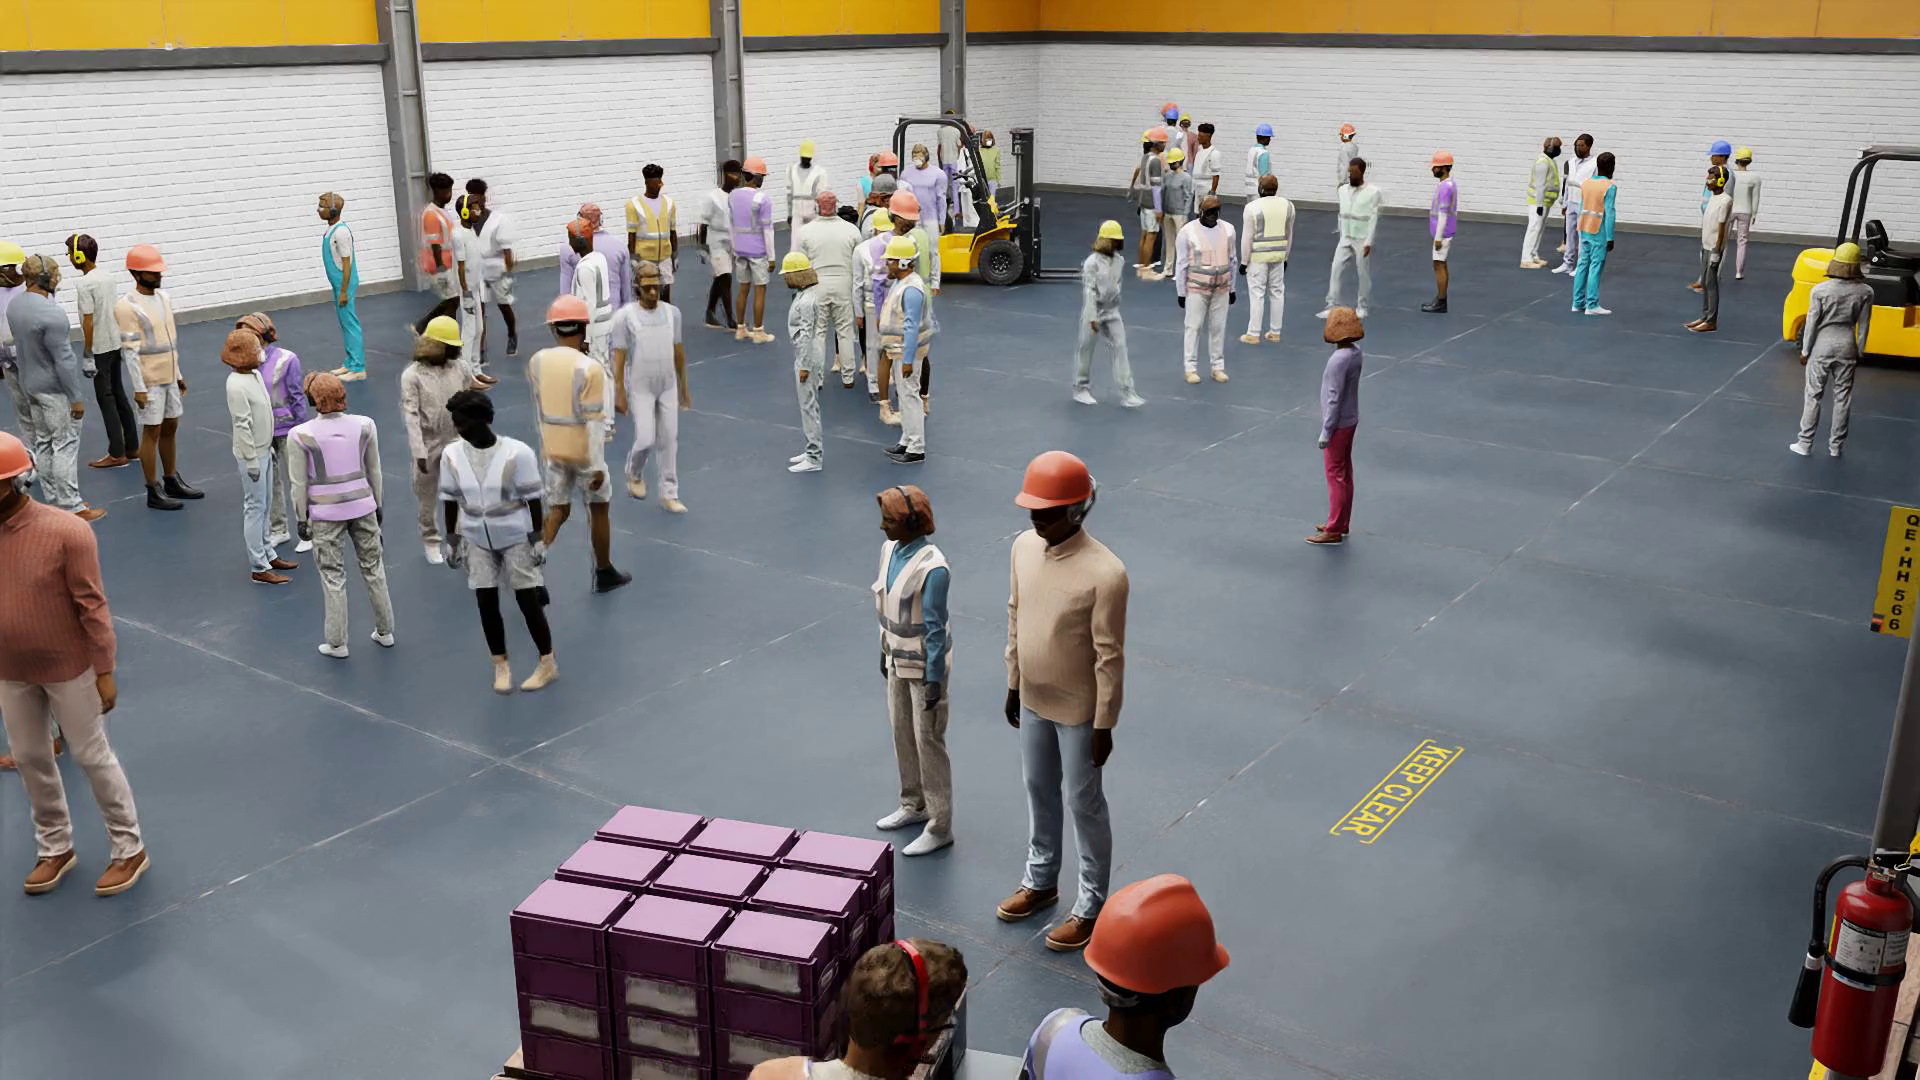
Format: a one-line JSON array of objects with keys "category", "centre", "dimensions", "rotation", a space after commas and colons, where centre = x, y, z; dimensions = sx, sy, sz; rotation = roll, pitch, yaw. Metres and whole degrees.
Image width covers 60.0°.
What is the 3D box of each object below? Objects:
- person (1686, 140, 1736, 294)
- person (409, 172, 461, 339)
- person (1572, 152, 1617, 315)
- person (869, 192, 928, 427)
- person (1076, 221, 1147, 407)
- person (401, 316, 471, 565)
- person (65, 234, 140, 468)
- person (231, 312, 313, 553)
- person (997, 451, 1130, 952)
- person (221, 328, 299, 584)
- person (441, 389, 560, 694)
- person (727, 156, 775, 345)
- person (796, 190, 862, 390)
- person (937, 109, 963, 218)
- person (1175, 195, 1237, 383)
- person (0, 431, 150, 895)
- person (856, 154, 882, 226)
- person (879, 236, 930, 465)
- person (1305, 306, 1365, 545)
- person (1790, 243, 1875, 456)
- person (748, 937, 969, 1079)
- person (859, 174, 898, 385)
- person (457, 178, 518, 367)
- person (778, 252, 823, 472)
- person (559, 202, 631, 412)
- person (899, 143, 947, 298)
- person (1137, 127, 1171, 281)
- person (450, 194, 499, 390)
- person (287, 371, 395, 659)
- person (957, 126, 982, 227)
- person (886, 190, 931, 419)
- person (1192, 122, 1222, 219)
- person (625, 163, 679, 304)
[{"category": "person", "centre": [9.711, -4.149, 21.388], "dimensions": [0.401, 1.946, 0.609], "rotation": [2, 18, 8]}, {"category": "person", "centre": [-5.495, -2.887, 17.471], "dimensions": [0.617, 1.934, 0.613], "rotation": [-1, 18, -4]}, {"category": "person", "centre": [7.622, -3.672, 19.940], "dimensions": [0.392, 1.920, 0.593], "rotation": [-5, 18, -16]}, {"category": "person", "centre": [-0.502, -2.022, 14.592], "dimensions": [0.392, 2.035, 0.605], "rotation": [16, 24, 41]}, {"category": "person", "centre": [1.356, -2.038, 15.165], "dimensions": [0.498, 1.706, 0.844], "rotation": [-12, 21, -32]}, {"category": "person", "centre": [-3.306, -0.597, 10.692], "dimensions": [0.510, 1.686, 0.893], "rotation": [-14, 23, -38]}, {"category": "person", "centre": [-6.849, -1.502, 13.262], "dimensions": [0.347, 1.857, 0.526], "rotation": [0, 18, -1]}, {"category": "person", "centre": [-4.612, -0.725, 11.190], "dimensions": [0.528, 1.630, 0.314], "rotation": [3, 18, 10]}, {"category": "person", "centre": [0.381, 0.616, 6.424], "dimensions": [0.399, 1.988, 0.615], "rotation": [-14, 22, -36]}, {"category": "person", "centre": [-4.470, -0.538, 10.594], "dimensions": [0.282, 1.636, 0.500], "rotation": [-3, 18, -10]}, {"category": "person", "centre": [-2.463, 0.005, 8.862], "dimensions": [0.560, 1.660, 0.354], "rotation": [2, 18, 6]}, {"category": "person", "centre": [-2.239, -3.148, 18.134], "dimensions": [0.613, 2.028, 0.409], "rotation": [13, 22, 34]}, {"category": "person", "centre": [-1.258, -2.391, 15.975], "dimensions": [0.649, 1.900, 0.397], "rotation": [-4, 18, -13]}, {"category": "person", "centre": [-0.157, -6.568, 29.069], "dimensions": [0.514, 1.876, 0.328], "rotation": [9, 20, 25]}, {"category": "person", "centre": [2.406, -2.446, 16.255], "dimensions": [0.636, 1.833, 0.429], "rotation": [-5, 18, -16]}, {"category": "person", "centre": [-3.738, 0.510, 6.762], "dimensions": [0.629, 1.979, 0.409], "rotation": [2, 18, 5]}, {"category": "person", "centre": [-1.064, -3.862, 20.664], "dimensions": [0.389, 1.838, 0.563], "rotation": [14, 22, 36]}, {"category": "person", "centre": [-0.448, -1.524, 13.380], "dimensions": [0.403, 1.827, 0.596], "rotation": [-3, 18, -9]}, {"category": "person", "centre": [2.571, -0.778, 11.347], "dimensions": [0.280, 1.633, 0.503], "rotation": [9, 20, 26]}, {"category": "person", "centre": [7.125, -1.549, 13.580], "dimensions": [0.492, 1.746, 0.284], "rotation": [3, 18, 10]}, {"category": "person", "centre": [-0.129, 1.627, 3.563], "dimensions": [0.563, 1.789, 0.923], "rotation": [9, 20, 26]}, {"category": "person", "centre": [-0.726, -2.558, 16.258], "dimensions": [0.535, 2.000, 0.686], "rotation": [-3, 18, -9]}, {"category": "person", "centre": [-4.829, -2.769, 17.135], "dimensions": [0.638, 1.919, 1.017], "rotation": [3, 18, 8]}, {"category": "person", "centre": [-1.253, -1.415, 13.186], "dimensions": [0.323, 1.728, 0.489], "rotation": [-3, 18, -10]}, {"category": "person", "centre": [-3.285, -2.085, 15.022], "dimensions": [0.636, 1.899, 0.399], "rotation": [-10, 20, -28]}, {"category": "person", "centre": [-0.474, -4.050, 21.113], "dimensions": [0.636, 1.930, 0.375], "rotation": [5, 19, 16]}, {"category": "person", "centre": [2.615, -4.517, 22.386], "dimensions": [0.393, 2.039, 0.615], "rotation": [-3, 18, -8]}, {"category": "person", "centre": [-4.703, -2.382, 16.007], "dimensions": [0.320, 1.860, 0.519], "rotation": [0, 18, 0]}, {"category": "person", "centre": [-3.482, -0.140, 9.364], "dimensions": [0.513, 1.630, 0.318], "rotation": [-15, 23, -39]}, {"category": "person", "centre": [0.130, -5.229, 24.868], "dimensions": [0.360, 1.883, 0.574], "rotation": [-8, 19, -23]}, {"category": "person", "centre": [-0.462, -2.059, 14.699], "dimensions": [0.394, 2.040, 0.608], "rotation": [6, 19, 17]}, {"category": "person", "centre": [3.578, -5.103, 24.338], "dimensions": [0.366, 1.967, 0.603], "rotation": [-6, 19, -18]}, {"category": "person", "centre": [-3.334, -3.108, 18.118], "dimensions": [0.608, 1.958, 0.379], "rotation": [-13, 22, -35]}]
